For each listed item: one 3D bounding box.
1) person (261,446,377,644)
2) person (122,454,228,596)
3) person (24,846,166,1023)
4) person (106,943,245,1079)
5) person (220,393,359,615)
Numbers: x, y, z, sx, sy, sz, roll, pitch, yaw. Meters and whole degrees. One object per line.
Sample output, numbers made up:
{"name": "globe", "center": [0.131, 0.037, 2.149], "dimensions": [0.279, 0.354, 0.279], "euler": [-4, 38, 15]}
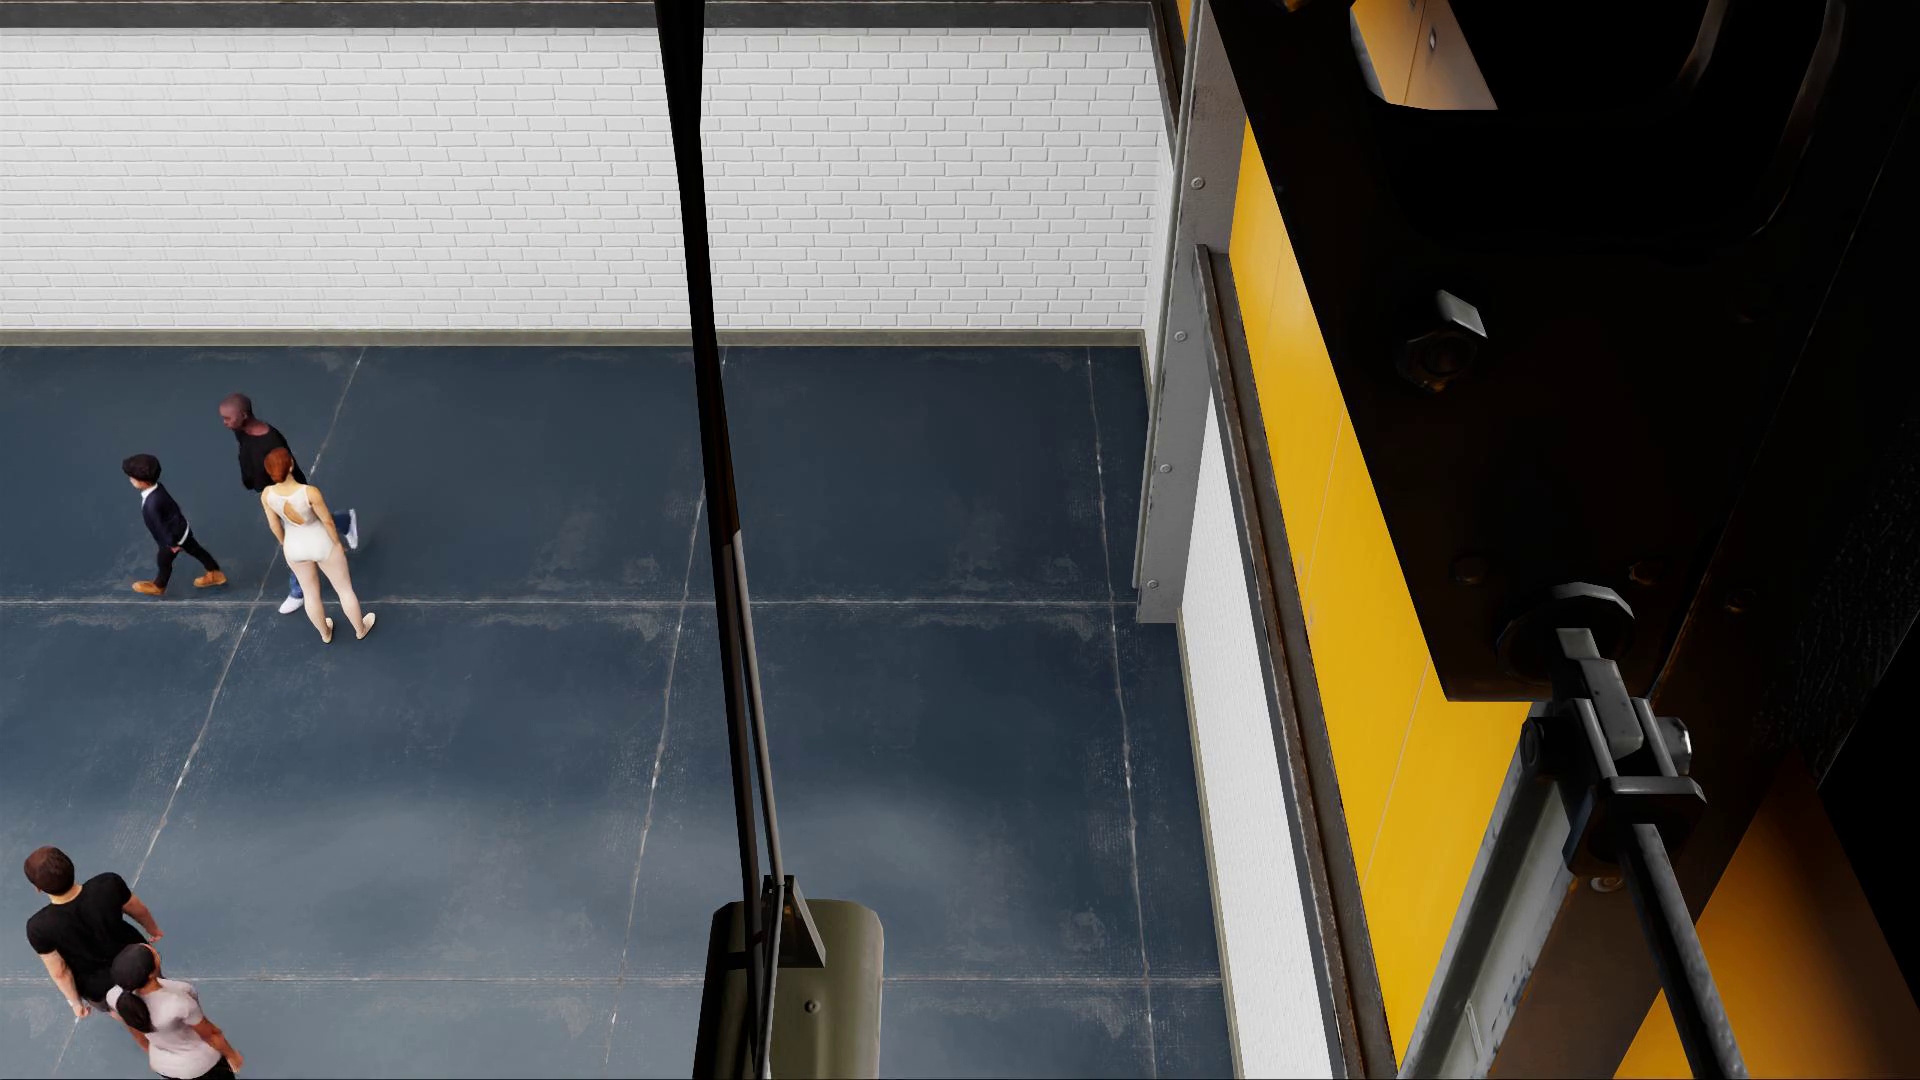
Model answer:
{"name": "person", "center": [-4.242, 0.049, 10.871], "dimensions": [0.555, 1.643, 0.490], "euler": [-3, 44, -3]}
{"name": "person", "center": [-5.333, -0.092, 11.344], "dimensions": [0.664, 1.195, 0.789], "euler": [-8, 44, -8]}
{"name": "person", "center": [-4.252, 2.237, 8.446], "dimensions": [1.212, 1.819, 1.282], "euler": [-34, 53, -30]}
{"name": "person", "center": [-3.815, 2.600, 8.127], "dimensions": [0.712, 1.734, 0.829], "euler": [10, 45, 10]}
{"name": "person", "center": [-4.517, -0.355, 11.238], "dimensions": [0.959, 1.721, 1.158], "euler": [21, 48, 21]}
